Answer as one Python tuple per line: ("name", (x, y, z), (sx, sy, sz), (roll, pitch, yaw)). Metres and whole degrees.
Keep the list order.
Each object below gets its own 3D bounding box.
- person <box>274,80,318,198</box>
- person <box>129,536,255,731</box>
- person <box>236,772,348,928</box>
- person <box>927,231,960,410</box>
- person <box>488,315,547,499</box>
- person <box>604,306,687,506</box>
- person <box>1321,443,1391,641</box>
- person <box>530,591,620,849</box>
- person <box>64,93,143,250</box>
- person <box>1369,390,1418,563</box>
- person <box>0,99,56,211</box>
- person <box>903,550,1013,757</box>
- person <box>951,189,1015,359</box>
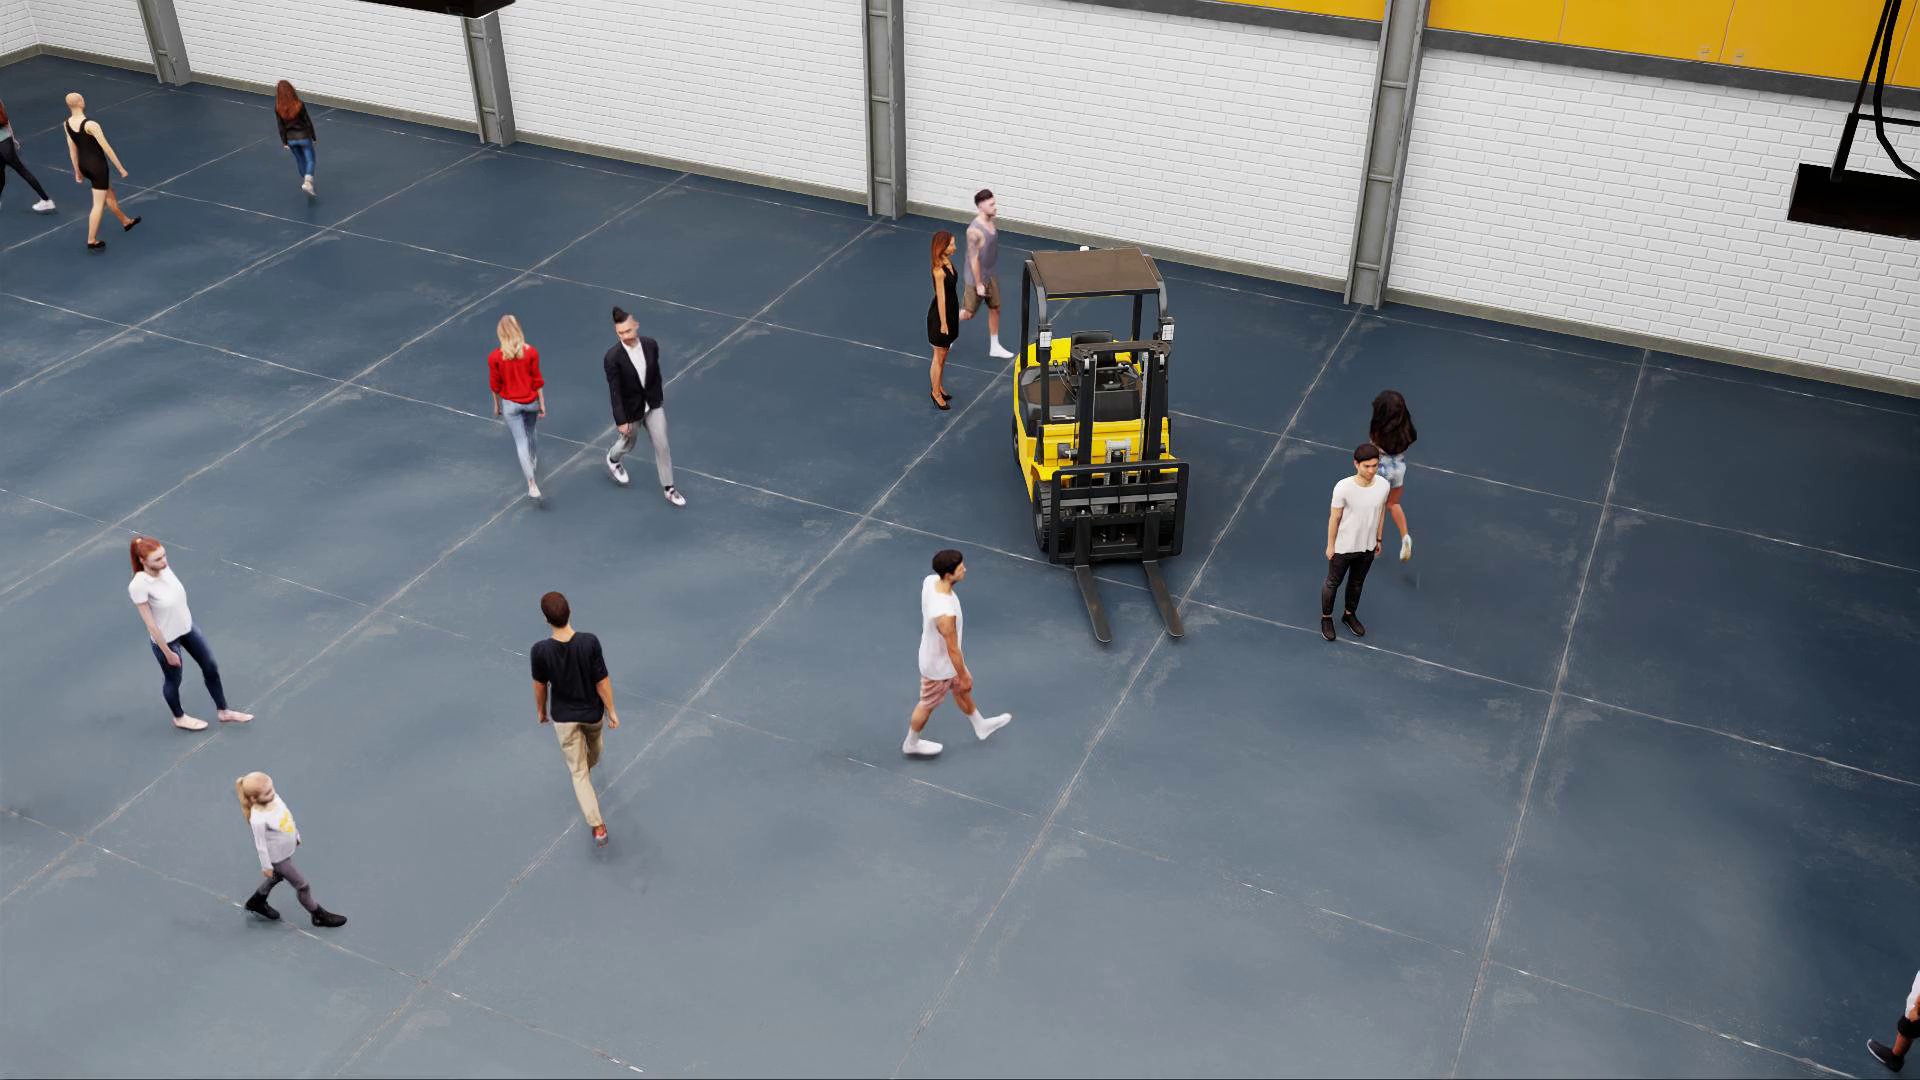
("person", (-8.285, -5.012, 20.828), (0.882, 1.473, 0.869), (-3, 34, -5))
("person", (-5.781, 0.697, 12.019), (0.886, 1.718, 0.714), (5, 34, 8))
("person", (-4.372, 1.968, 10.518), (0.954, 1.262, 0.742), (0, 34, -1))
("person", (-0.162, -2.143, 16.185), (0.622, 1.835, 0.640), (4, 34, 6))
("person", (-3.918, -1.154, 14.851), (1.091, 1.664, 1.171), (-13, 36, -19))
("person", (-2.924, -1.224, 14.739), (1.037, 1.906, 1.300), (-27, 42, -34))
("person", (3.098, -0.009, 13.077), (0.679, 1.722, 0.762), (-8, 34, -12))
("person", (-2.530, 1.244, 11.129), (1.175, 1.792, 1.279), (-13, 36, -19))
("person", (-10.177, -4.272, 19.447), (1.072, 1.771, 0.712), (13, 36, 19))
("person", (3.614, -0.497, 13.928), (0.906, 1.592, 1.001), (-14, 36, -20))
("person", (-11.571, -4.770, 20.270), (1.218, 1.688, 0.952), (-1, 34, -1))
("person", (-0.223, 0.843, 11.774), (1.168, 1.746, 1.014), (-4, 34, -6))
("person", (0.124, -2.707, 16.965), (1.123, 1.822, 0.671), (17, 37, 23))
